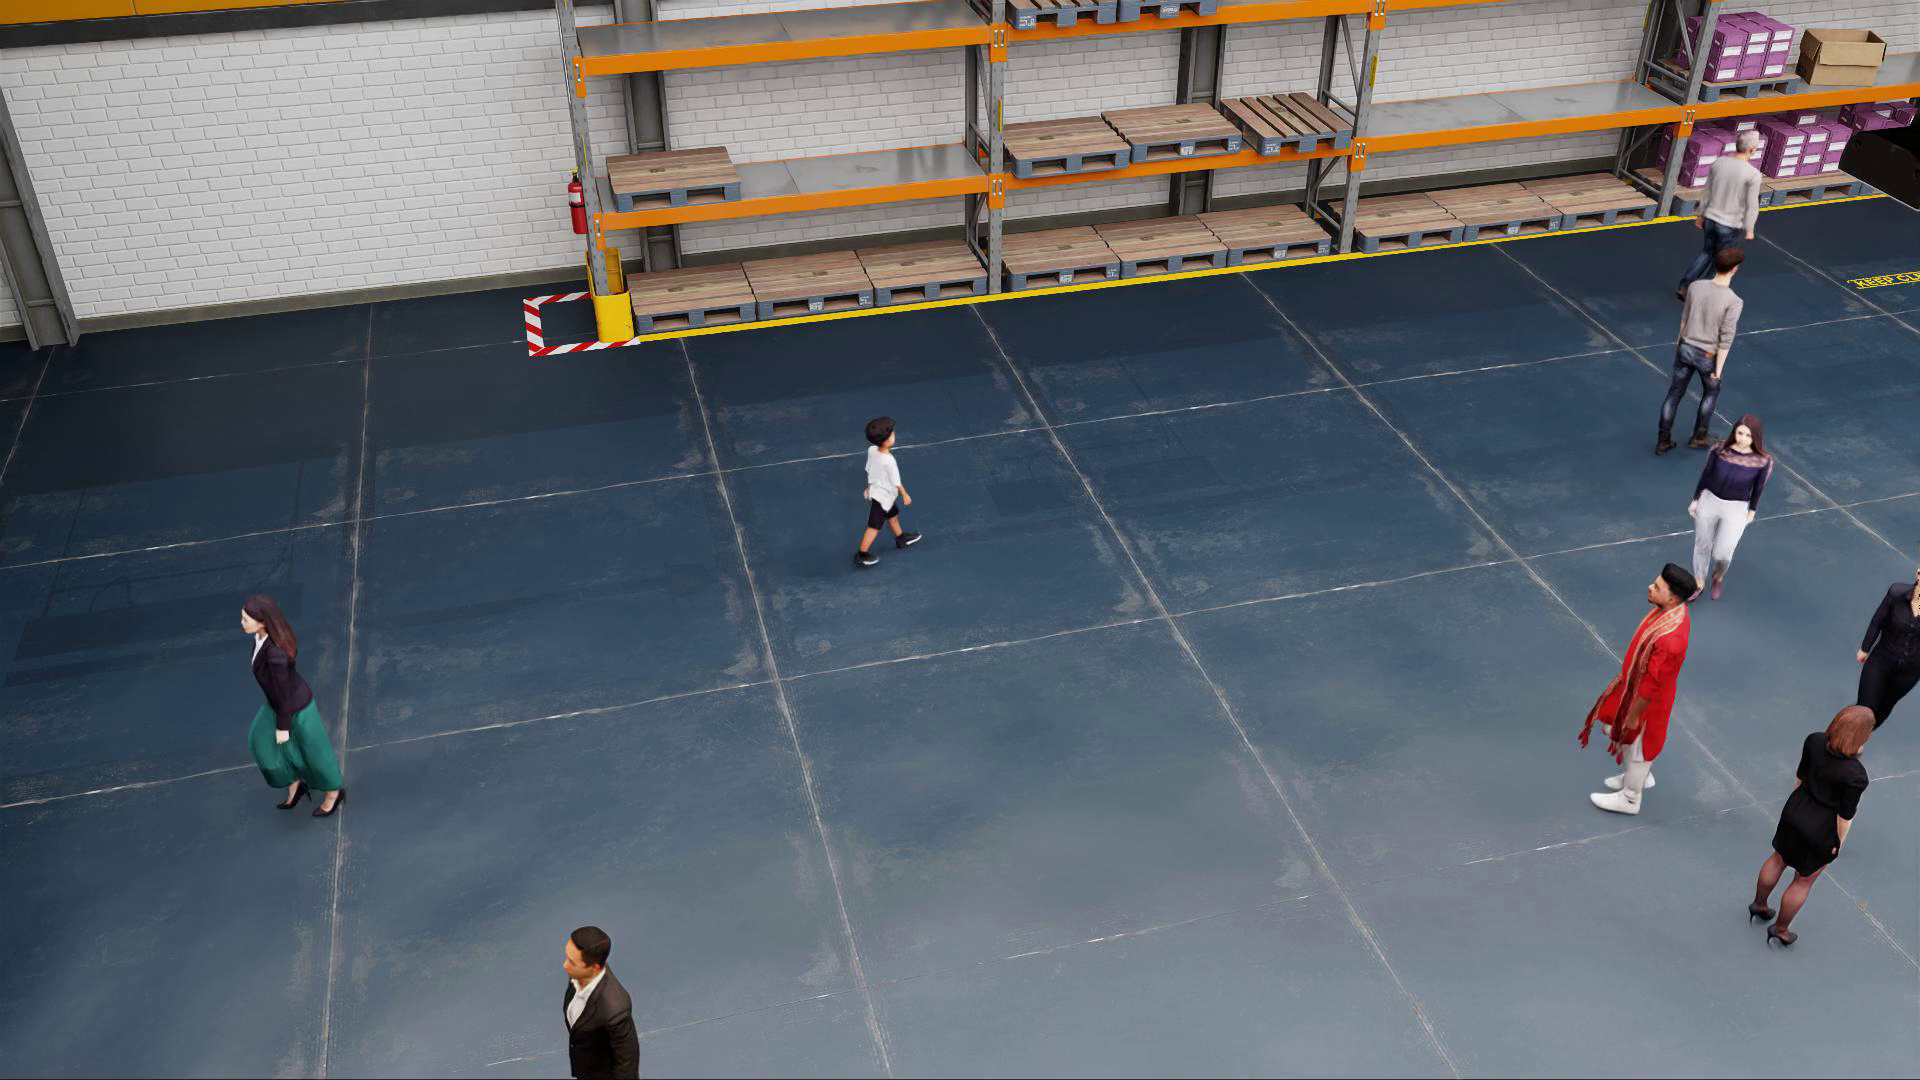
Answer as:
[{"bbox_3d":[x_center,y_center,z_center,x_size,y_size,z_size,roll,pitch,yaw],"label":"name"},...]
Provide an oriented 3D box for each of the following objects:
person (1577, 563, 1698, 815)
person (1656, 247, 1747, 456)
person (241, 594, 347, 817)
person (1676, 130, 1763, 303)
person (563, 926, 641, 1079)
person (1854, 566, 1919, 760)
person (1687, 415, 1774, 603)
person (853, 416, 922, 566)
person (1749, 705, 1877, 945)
[{"bbox_3d":[4.404,0.959,10.390,0.939,1.873,0.882,11,35,16],"label":"person"},{"bbox_3d":[6.245,-1.558,14.164,0.989,1.888,0.896,-26,41,-33],"label":"person"},{"bbox_3d":[-4.102,1.037,10.408,0.789,1.724,0.723,-17,37,-24],"label":"person"},{"bbox_3d":[7.523,-3.114,16.498,0.826,1.895,0.795,-15,36,-21],"label":"person"},{"bbox_3d":[-1.716,2.540,8.073,0.691,1.805,0.754,-23,40,-31],"label":"person"},{"bbox_3d":[6.077,0.782,10.821,0.861,1.691,0.905,13,36,19],"label":"person"},{"bbox_3d":[5.724,-0.247,12.453,0.716,1.599,0.752,24,41,32],"label":"person"},{"bbox_3d":[-0.652,-0.351,12.938,0.917,1.235,0.636,-18,38,-25],"label":"person"},{"bbox_3d":[4.877,1.630,9.536,0.522,1.701,0.597,-11,35,-17],"label":"person"}]
